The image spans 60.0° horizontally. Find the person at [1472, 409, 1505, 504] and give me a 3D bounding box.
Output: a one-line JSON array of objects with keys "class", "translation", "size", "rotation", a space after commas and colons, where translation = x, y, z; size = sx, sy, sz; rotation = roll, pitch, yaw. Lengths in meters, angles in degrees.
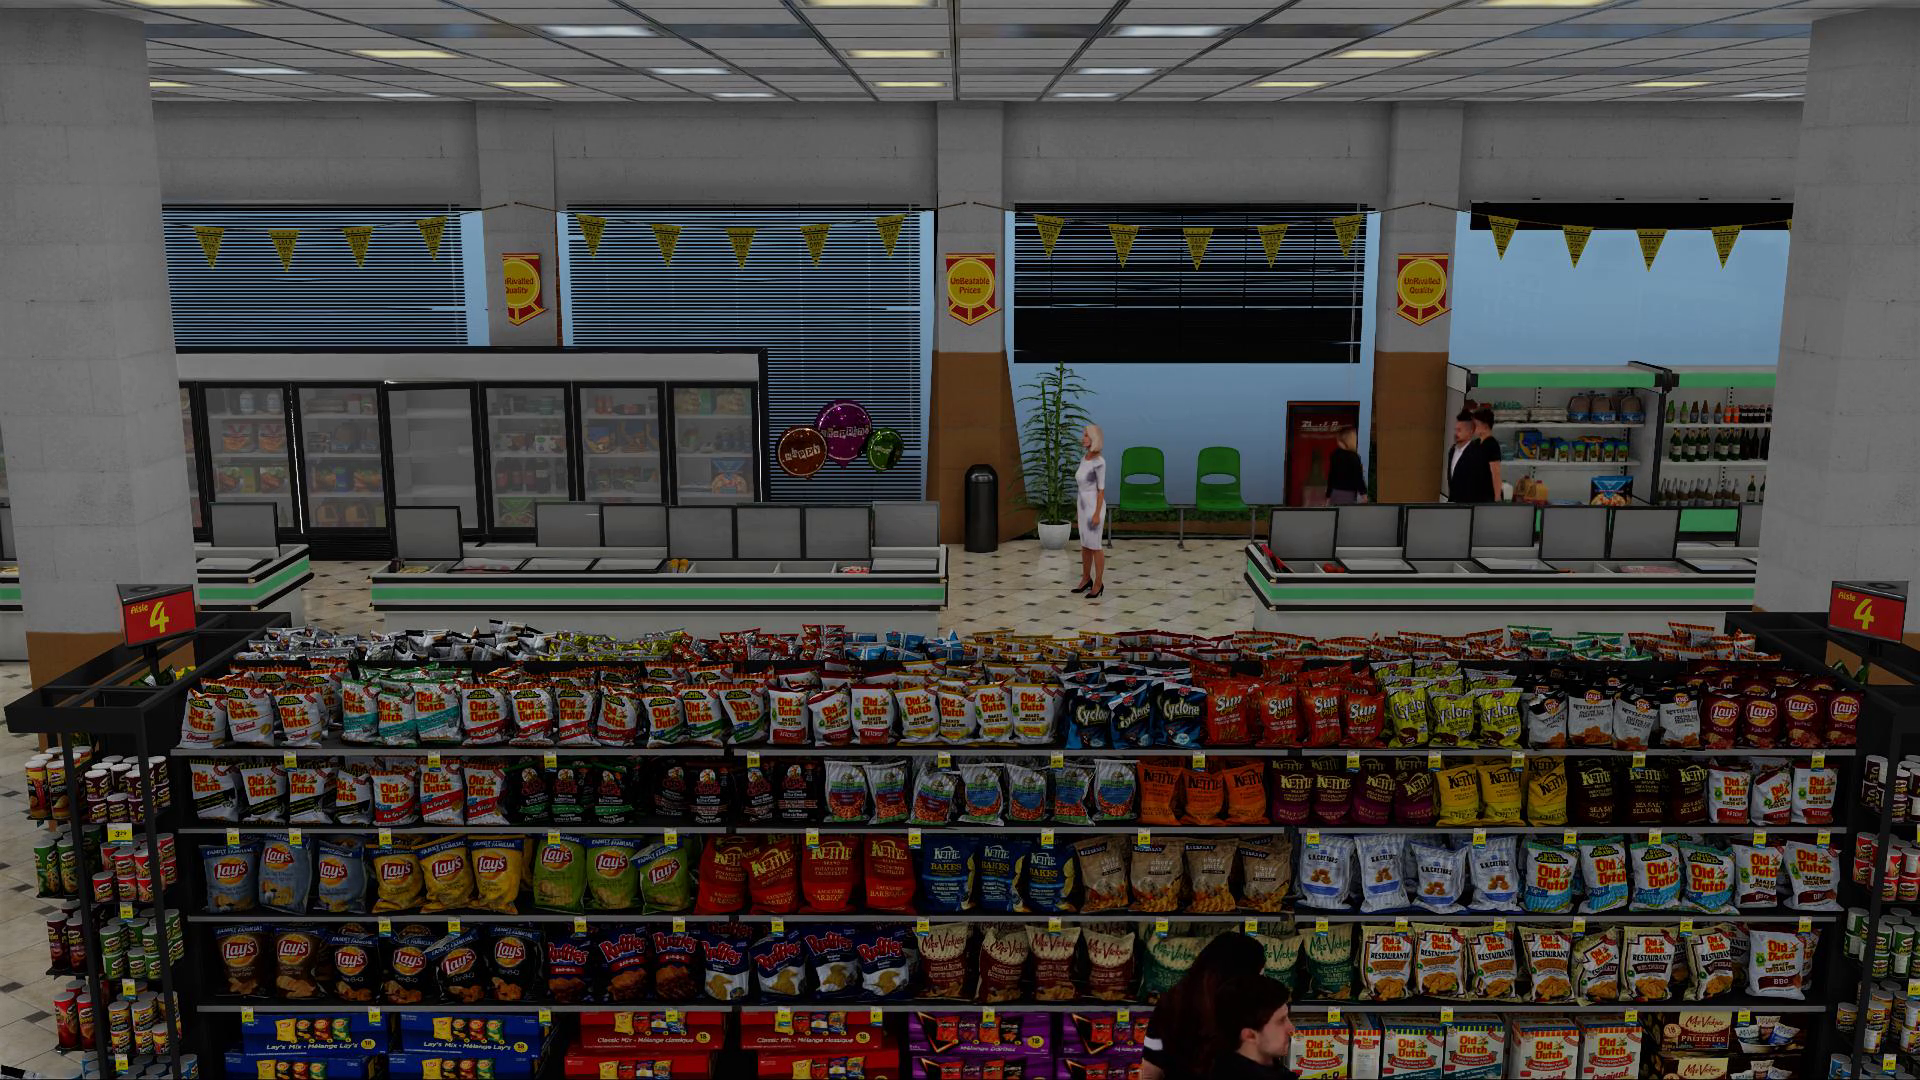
[{"class": "person", "translation": [5.544, -0.434, 17.180], "size": [1.248, 1.839, 0.749], "rotation": [2, 12, 8]}]

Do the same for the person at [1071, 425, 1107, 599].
[{"class": "person", "translation": [1.323, -0.299, 16.753], "size": [0.643, 1.751, 0.636], "rotation": [-6, 13, -26]}]

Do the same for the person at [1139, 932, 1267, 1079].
[{"class": "person", "translation": [0.757, 2.106, 5.696], "size": [0.765, 1.600, 0.814], "rotation": [9, 15, 37]}]

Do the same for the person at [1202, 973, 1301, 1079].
[{"class": "person", "translation": [0.757, 2.154, 4.918], "size": [0.919, 1.828, 0.802], "rotation": [2, 12, 9]}]

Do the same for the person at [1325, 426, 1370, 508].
[{"class": "person", "translation": [3.873, -0.318, 17.167], "size": [1.142, 1.617, 0.837], "rotation": [-4, 12, -17]}]

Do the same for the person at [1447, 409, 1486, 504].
[{"class": "person", "translation": [5.084, -0.321, 16.465], "size": [1.233, 1.913, 0.937], "rotation": [-3, 12, -14]}]
